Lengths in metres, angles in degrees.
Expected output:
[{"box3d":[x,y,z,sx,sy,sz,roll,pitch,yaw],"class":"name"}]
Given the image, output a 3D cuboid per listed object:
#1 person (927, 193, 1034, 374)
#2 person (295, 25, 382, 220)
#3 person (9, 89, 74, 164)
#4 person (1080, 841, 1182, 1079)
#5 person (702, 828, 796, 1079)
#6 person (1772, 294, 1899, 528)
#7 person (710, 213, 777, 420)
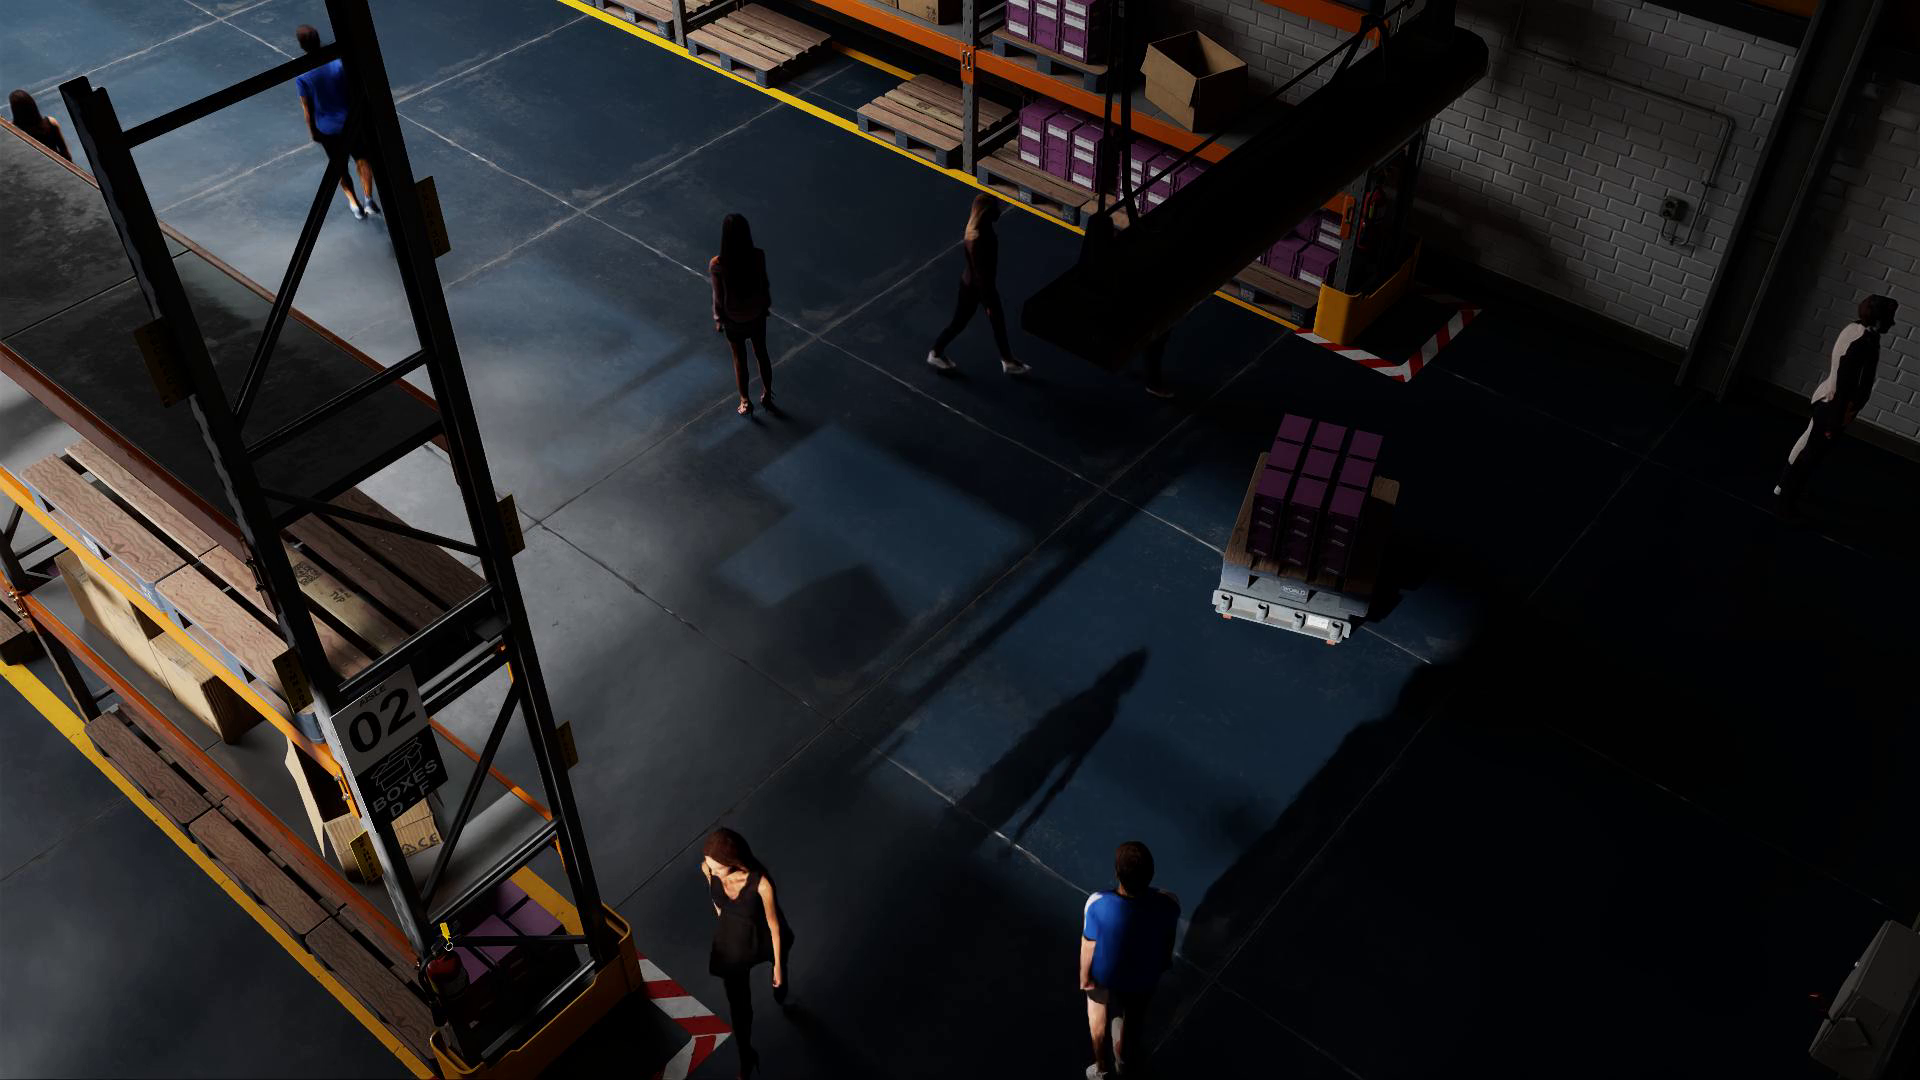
[{"box3d":[0.044,-1.970,13.095,1.175,1.663,0.897,11,45,12],"class":"person"},{"box3d":[-5.484,-3.622,14.689,0.812,1.857,0.919,-18,46,-18],"class":"person"},{"box3d":[-7.739,-3.072,14.234,0.550,1.688,0.582,28,50,26],"class":"person"},{"box3d":[0.866,2.260,8.516,0.905,1.855,0.959,-1,44,-1],"class":"person"},{"box3d":[-1.067,2.015,8.818,1.063,1.794,0.991,6,44,6],"class":"person"},{"box3d":[6.233,-0.954,11.862,0.669,1.893,0.730,19,47,19],"class":"person"},{"box3d":[-1.642,-1.700,12.704,0.695,1.812,0.665,-20,47,-19],"class":"person"}]
